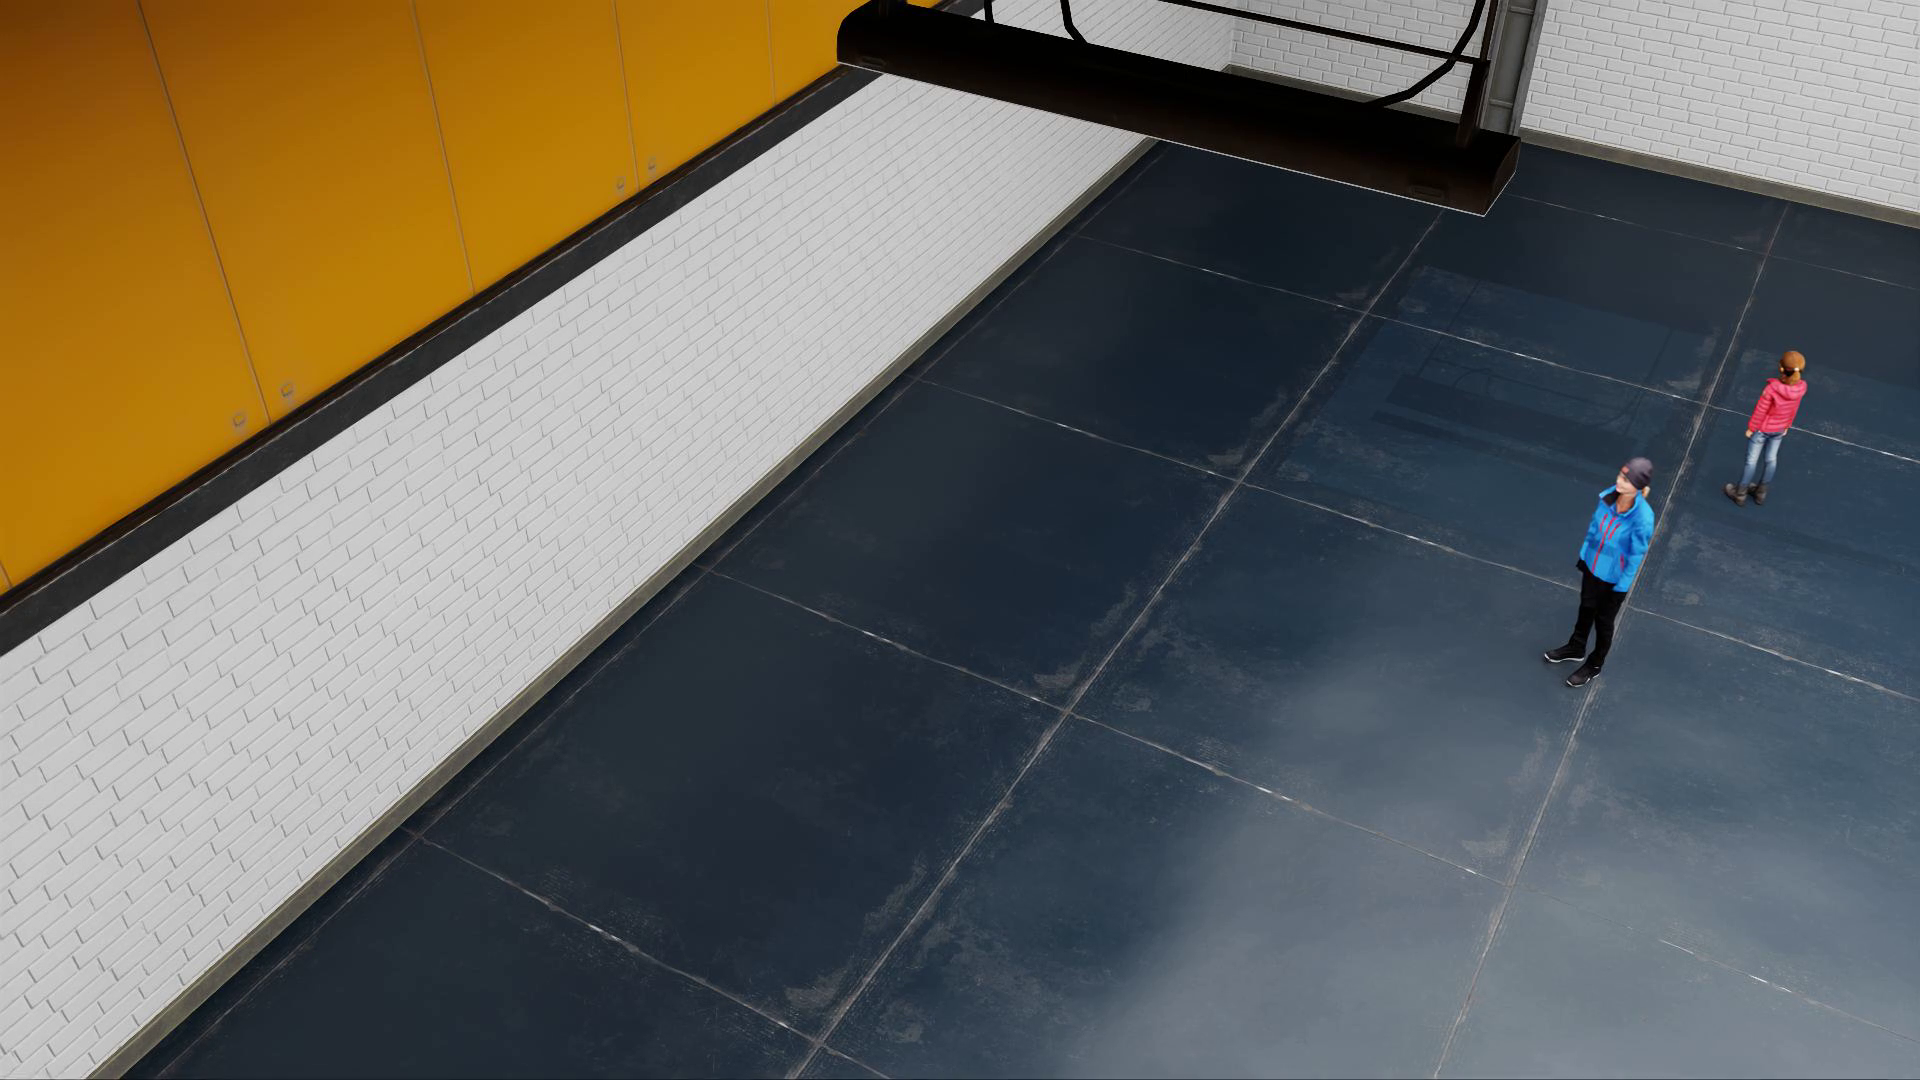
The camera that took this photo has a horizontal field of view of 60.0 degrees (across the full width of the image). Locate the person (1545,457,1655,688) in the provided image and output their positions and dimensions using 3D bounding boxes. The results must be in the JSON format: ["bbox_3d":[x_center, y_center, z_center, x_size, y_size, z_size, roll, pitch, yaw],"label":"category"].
[{"bbox_3d":[4.265,0.206,10.950,0.743,1.797,0.672,-11,40,-14],"label":"person"}]

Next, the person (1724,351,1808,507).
[{"bbox_3d":[6.168,-0.845,12.653,0.580,1.314,0.644,-8,39,-10],"label":"person"}]
